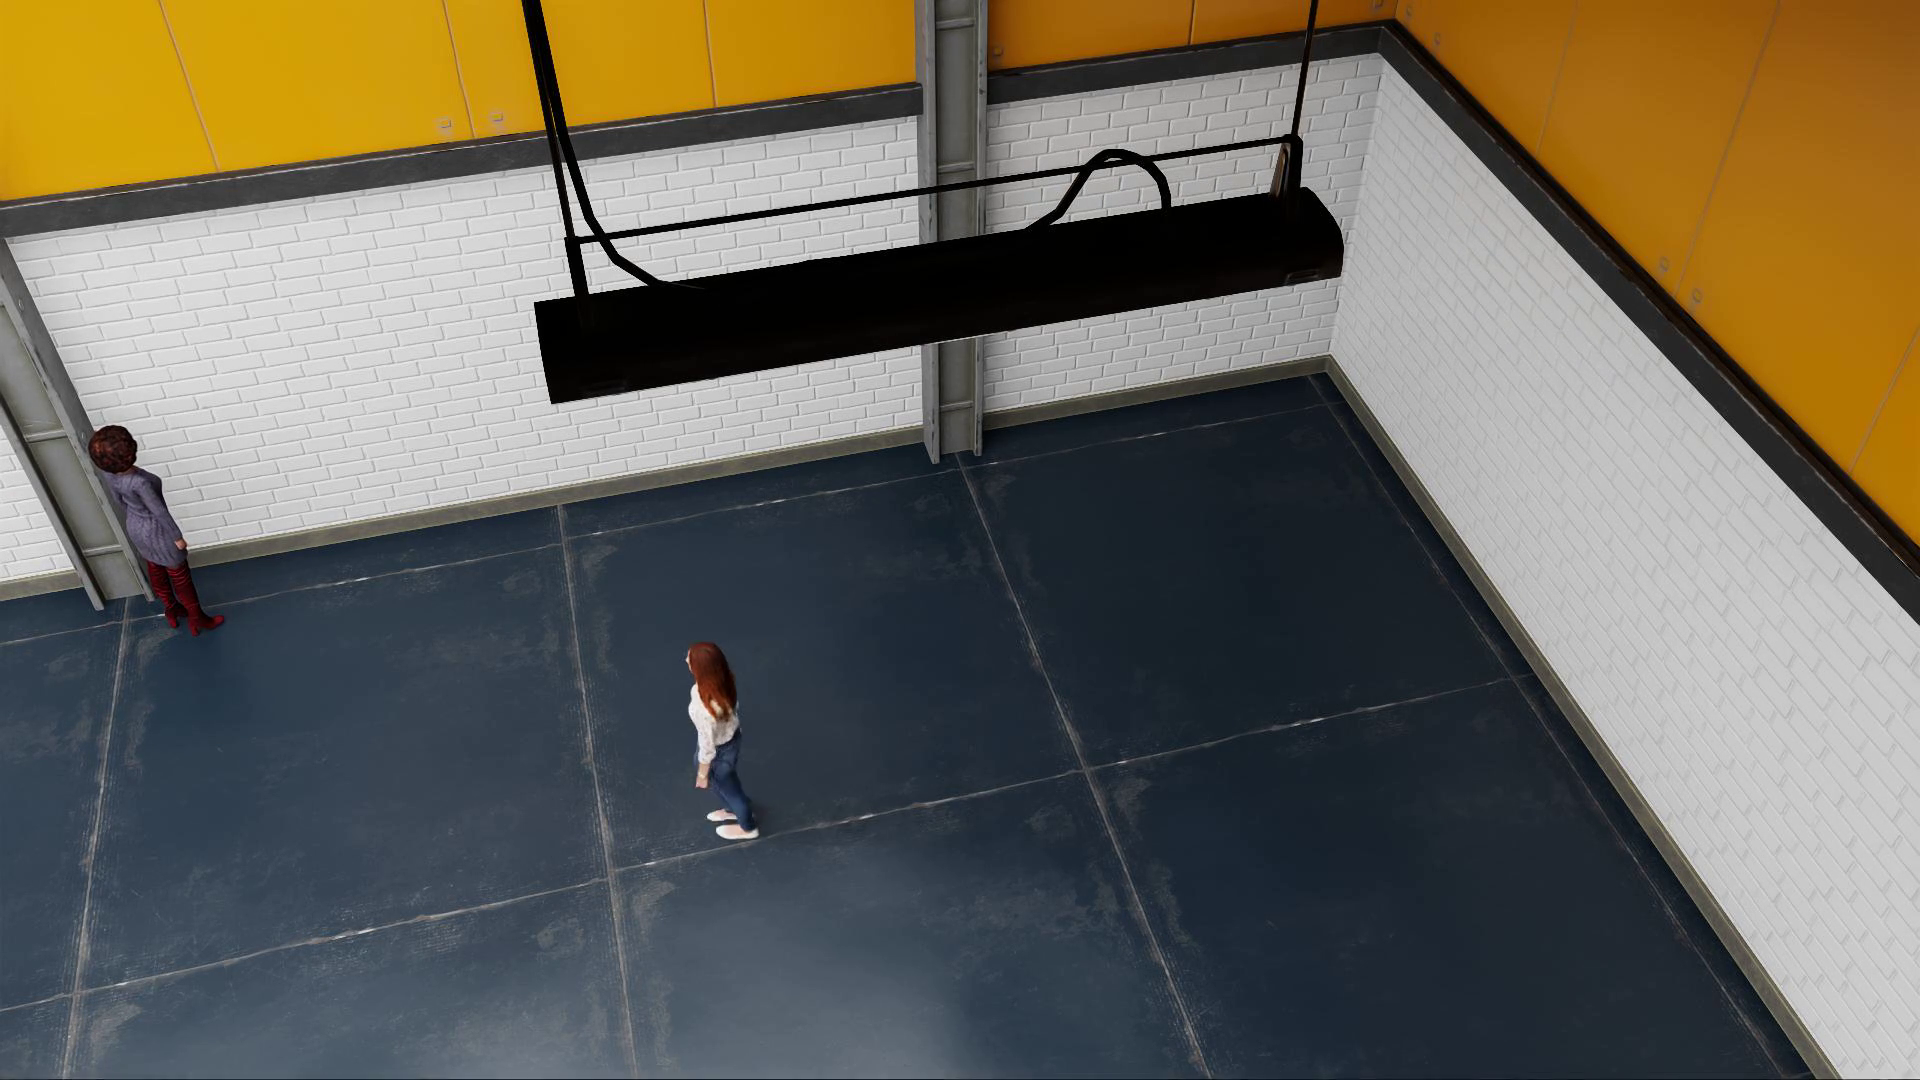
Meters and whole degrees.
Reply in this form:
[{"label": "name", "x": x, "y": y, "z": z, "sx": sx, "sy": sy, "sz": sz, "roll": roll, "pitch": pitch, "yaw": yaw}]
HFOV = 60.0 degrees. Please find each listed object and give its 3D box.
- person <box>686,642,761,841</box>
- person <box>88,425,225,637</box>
[{"label": "person", "x": -1.296, "y": 1.183, "z": 9.574, "sx": 0.699, "sy": 1.718, "sz": 0.694, "roll": 3, "pitch": 44, "yaw": 3}, {"label": "person", "x": -5.276, "y": -0.049, "z": 10.873, "sx": 0.650, "sy": 1.711, "sz": 0.712, "roll": 21, "pitch": 48, "yaw": 21}]
